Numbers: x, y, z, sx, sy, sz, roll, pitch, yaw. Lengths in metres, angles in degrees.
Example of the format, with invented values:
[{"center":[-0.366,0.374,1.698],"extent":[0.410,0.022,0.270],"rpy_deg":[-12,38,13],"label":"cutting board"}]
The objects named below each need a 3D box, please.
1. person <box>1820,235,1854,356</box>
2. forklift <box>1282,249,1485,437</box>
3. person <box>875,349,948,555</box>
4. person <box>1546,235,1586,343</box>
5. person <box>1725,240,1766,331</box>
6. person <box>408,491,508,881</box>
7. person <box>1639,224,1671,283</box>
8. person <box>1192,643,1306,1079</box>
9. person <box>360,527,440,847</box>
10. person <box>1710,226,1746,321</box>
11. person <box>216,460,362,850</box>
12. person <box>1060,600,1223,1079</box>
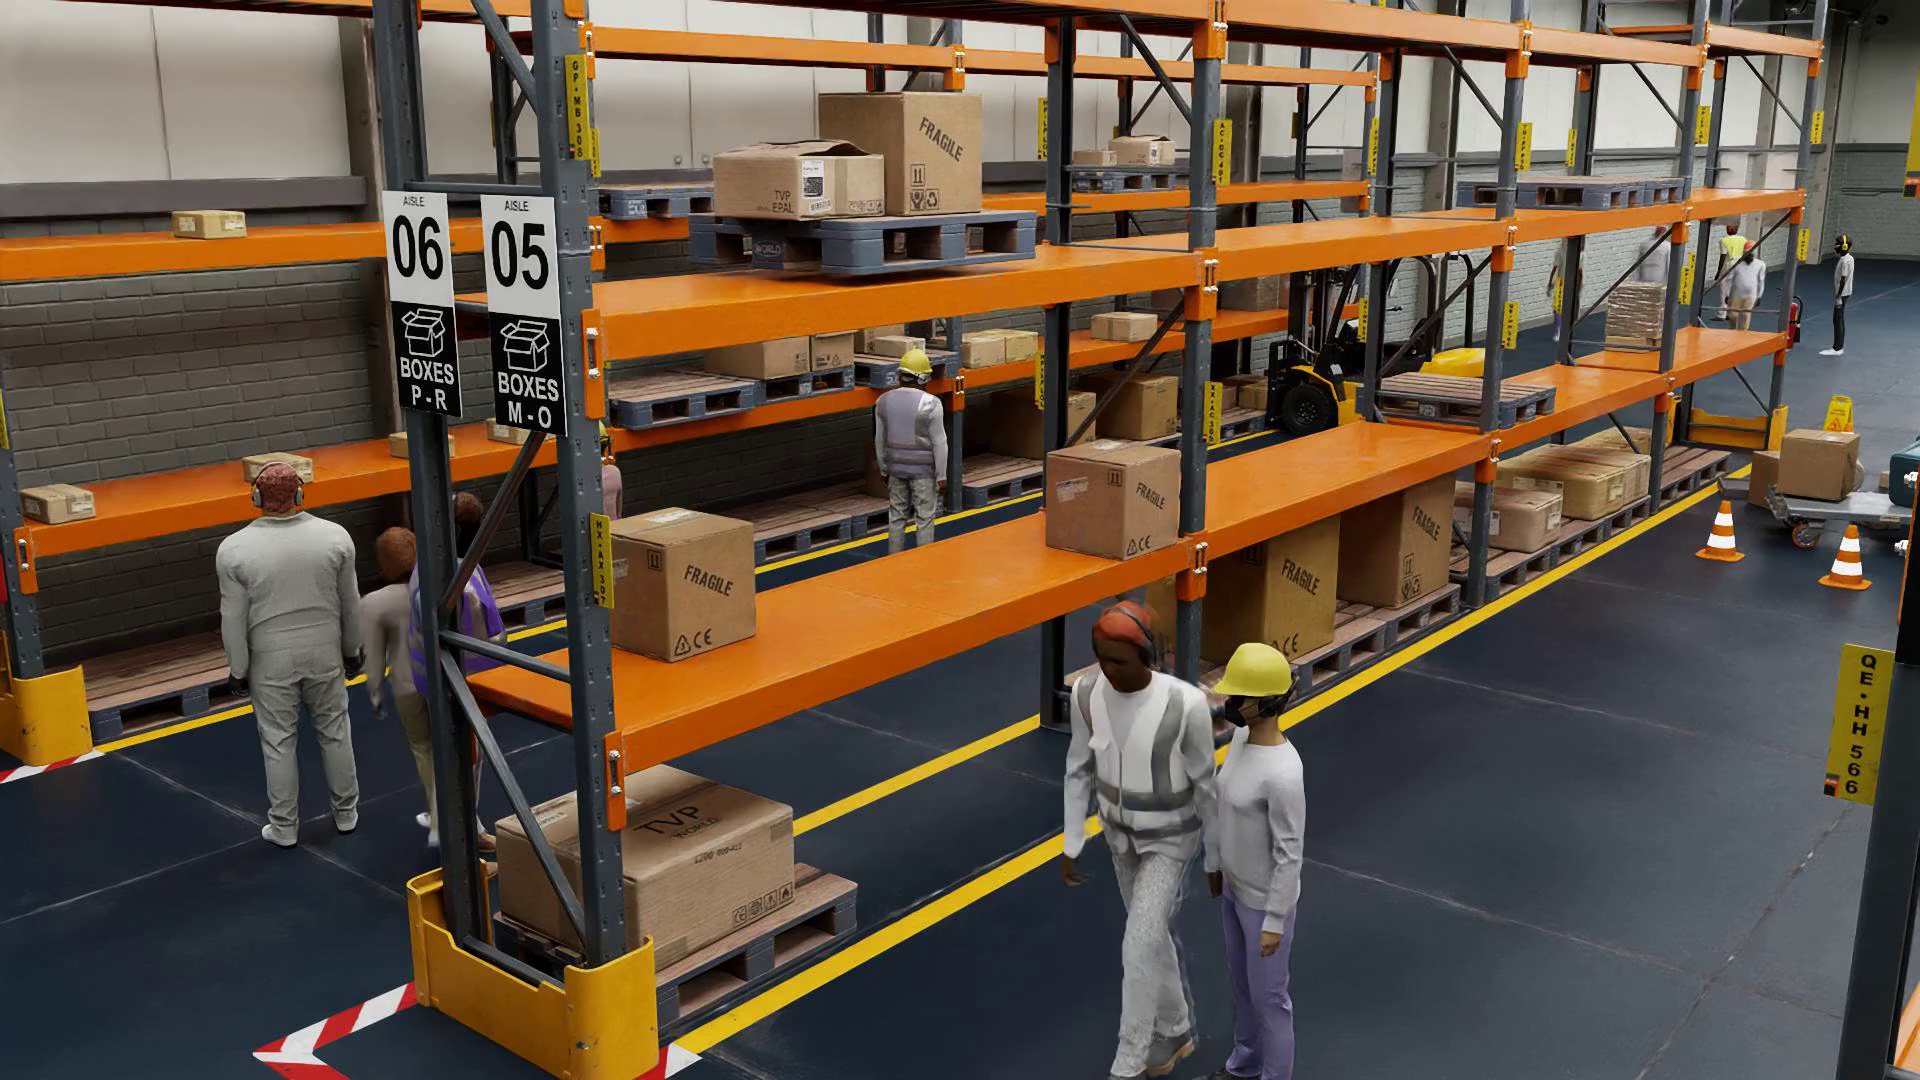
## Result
[{"center":[13.727,-3.810,25.961],"extent":[0.334,1.860,0.509],"rpy_deg":[8,16,30],"label":"person"},{"center":[4.886,-2.214,18.767],"extent":[2.313,2.155,1.214],"rpy_deg":[11,18,38],"label":"forklift"},{"center":[-0.351,-0.542,12.706],"extent":[0.600,1.830,0.403],"rpy_deg":[8,16,28],"label":"person"},{"center":[10.109,-4.226,27.766],"extent":[0.569,1.811,0.843],"rpy_deg":[5,15,20],"label":"person"},{"center":[12.741,-4.009,27.009],"extent":[0.579,1.734,0.500],"rpy_deg":[5,15,21],"label":"person"},{"center":[-2.322,0.674,7.763],"extent":[0.429,1.836,0.632],"rpy_deg":[-2,14,-8],"label":"person"},{"center":[11.995,-4.495,28.683],"extent":[0.443,1.887,0.667],"rpy_deg":[-13,19,-43],"label":"person"},{"center":[1.000,1.205,5.729],"extent":[0.311,1.768,0.533],"rpy_deg":[-3,14,-10],"label":"person"},{"center":[-2.585,0.708,8.080],"extent":[0.575,1.605,0.522],"rpy_deg":[-6,15,-22],"label":"person"},{"center":[14.169,-4.950,30.619],"extent":[0.567,1.849,0.389],"rpy_deg":[-6,15,-23],"label":"person"},{"center":[-3.239,0.554,8.091],"extent":[0.650,1.907,0.409],"rpy_deg":[-10,17,-34],"label":"person"},{"center":[0.606,1.112,5.931],"extent":[0.597,1.846,0.793],"rpy_deg":[13,19,43],"label":"person"}]
